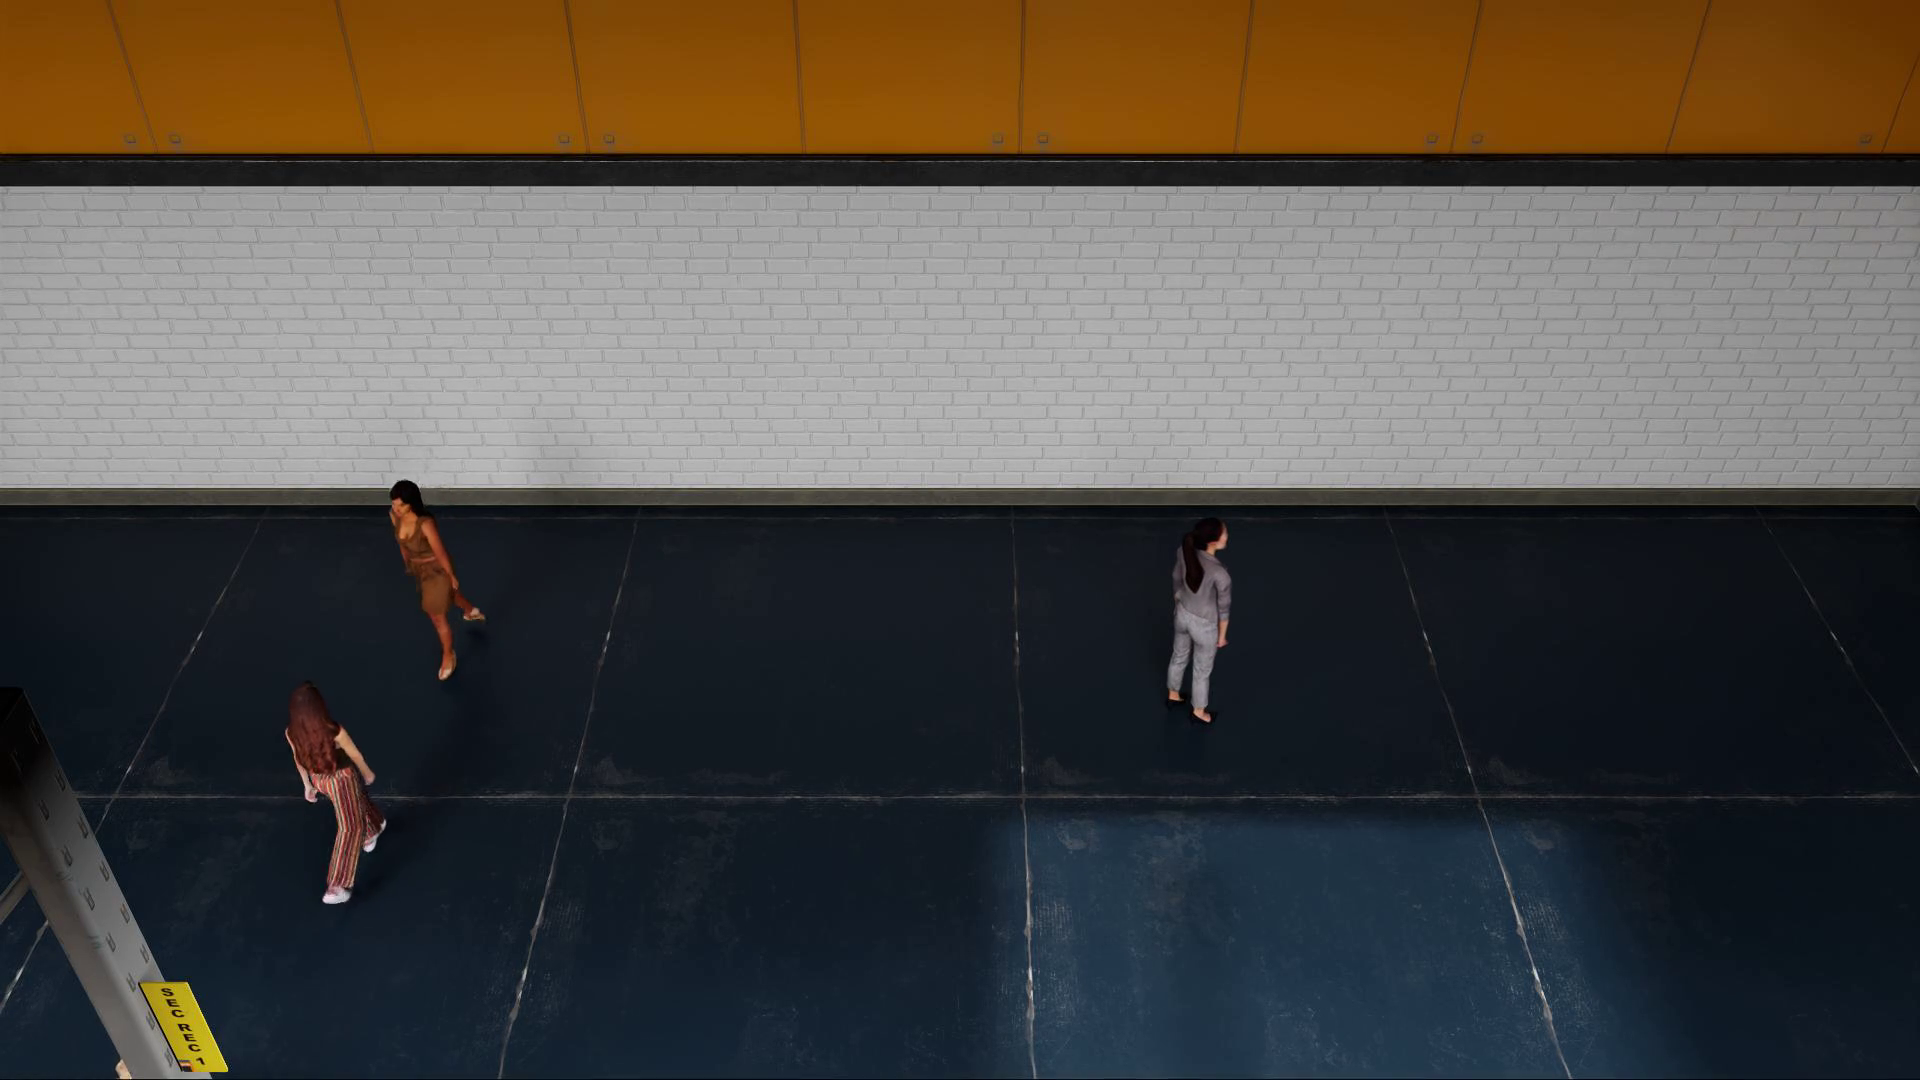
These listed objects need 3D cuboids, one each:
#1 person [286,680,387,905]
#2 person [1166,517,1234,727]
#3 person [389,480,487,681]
[{"bbox_3d":[-3.758,1.508,9.963,0.688,1.538,1.076,8,39,10],"label":"person"},{"bbox_3d":[1.580,0.546,11.057,0.776,1.677,0.705,-29,47,-31],"label":"person"},{"bbox_3d":[-3.621,0.199,11.508,0.873,1.656,0.966,28,46,30],"label":"person"}]
